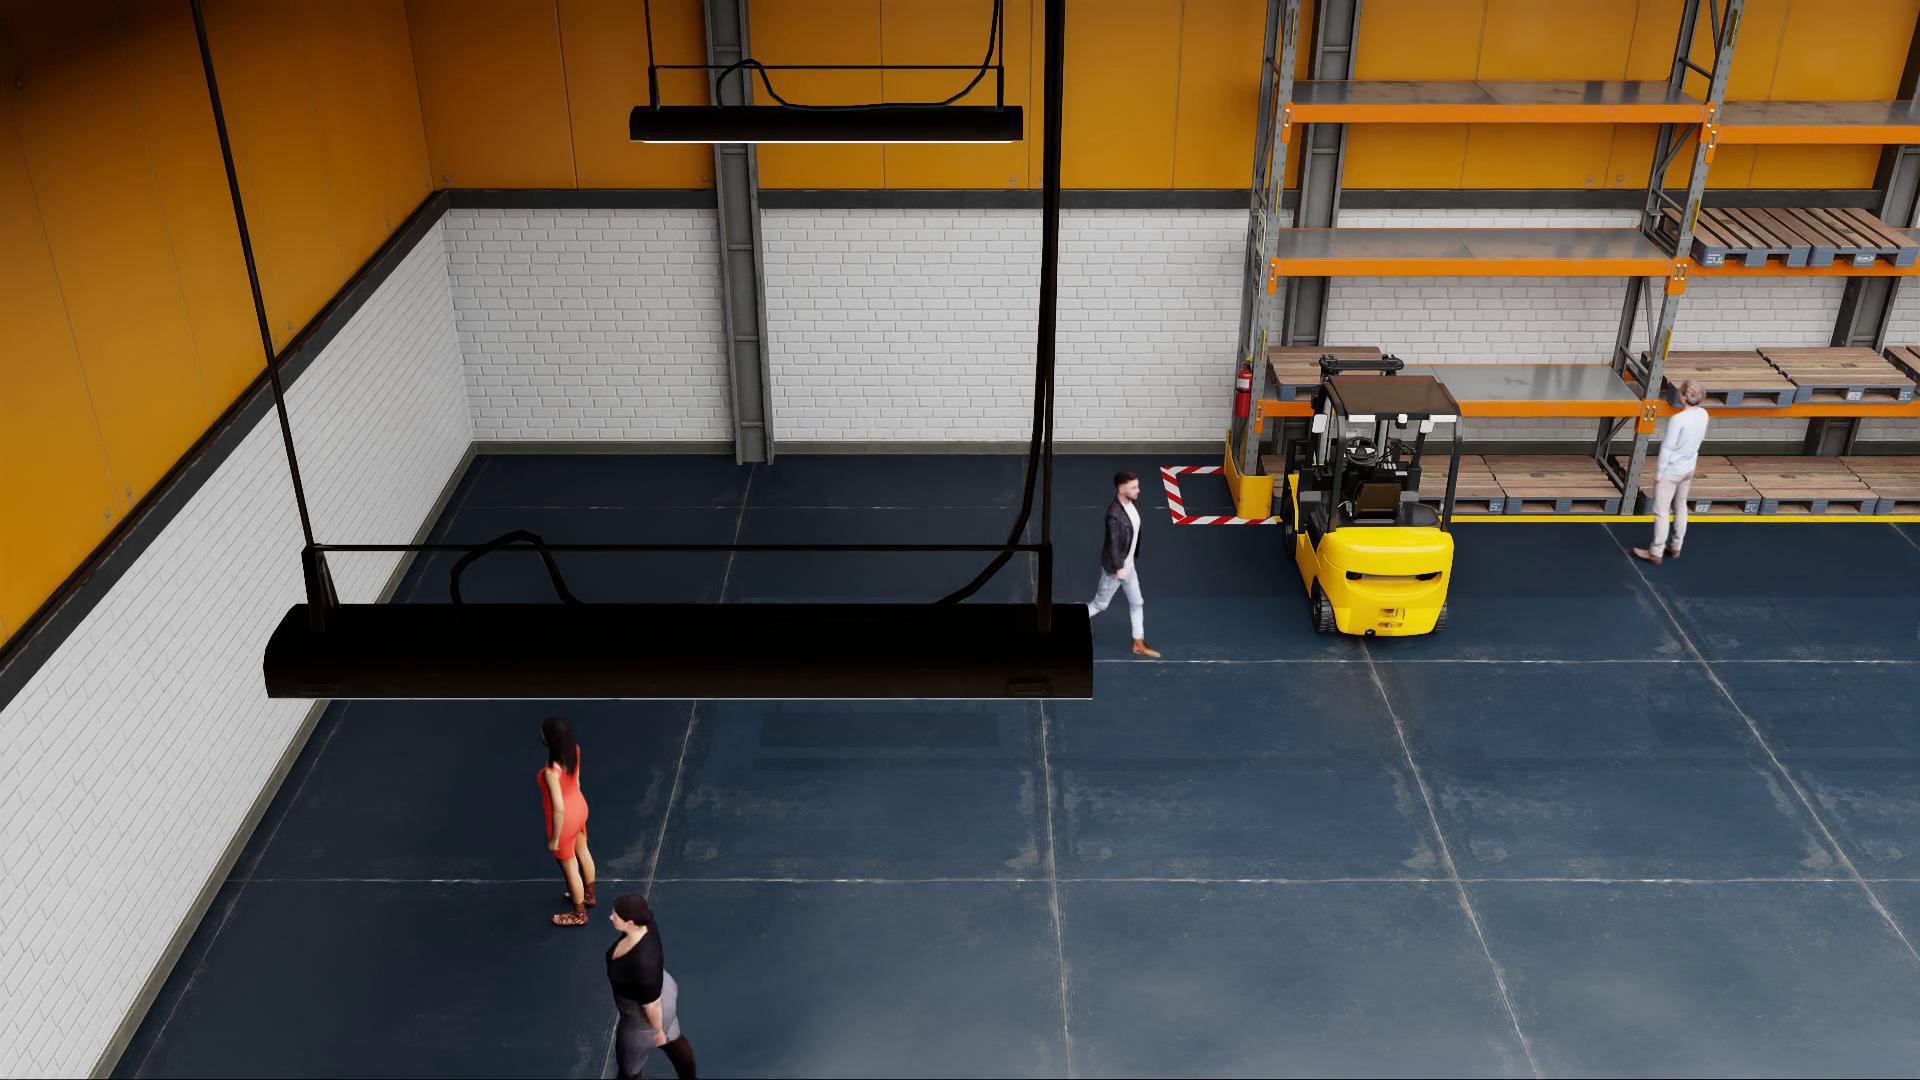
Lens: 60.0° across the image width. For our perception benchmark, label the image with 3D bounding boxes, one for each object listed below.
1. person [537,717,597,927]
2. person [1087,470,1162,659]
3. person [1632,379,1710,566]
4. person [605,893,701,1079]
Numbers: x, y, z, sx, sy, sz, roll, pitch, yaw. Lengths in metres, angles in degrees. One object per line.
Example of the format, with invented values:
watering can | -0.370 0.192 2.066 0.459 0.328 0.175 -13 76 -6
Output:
person | -2.740 1.953 11.616 0.582 1.719 0.621 5 29 9
person | 1.313 0.210 14.712 1.245 1.814 1.010 14 32 24
person | 7.011 -0.678 16.264 0.655 1.887 0.783 -14 32 -24
person | -1.774 2.824 10.012 1.016 1.727 0.790 -5 29 -9
